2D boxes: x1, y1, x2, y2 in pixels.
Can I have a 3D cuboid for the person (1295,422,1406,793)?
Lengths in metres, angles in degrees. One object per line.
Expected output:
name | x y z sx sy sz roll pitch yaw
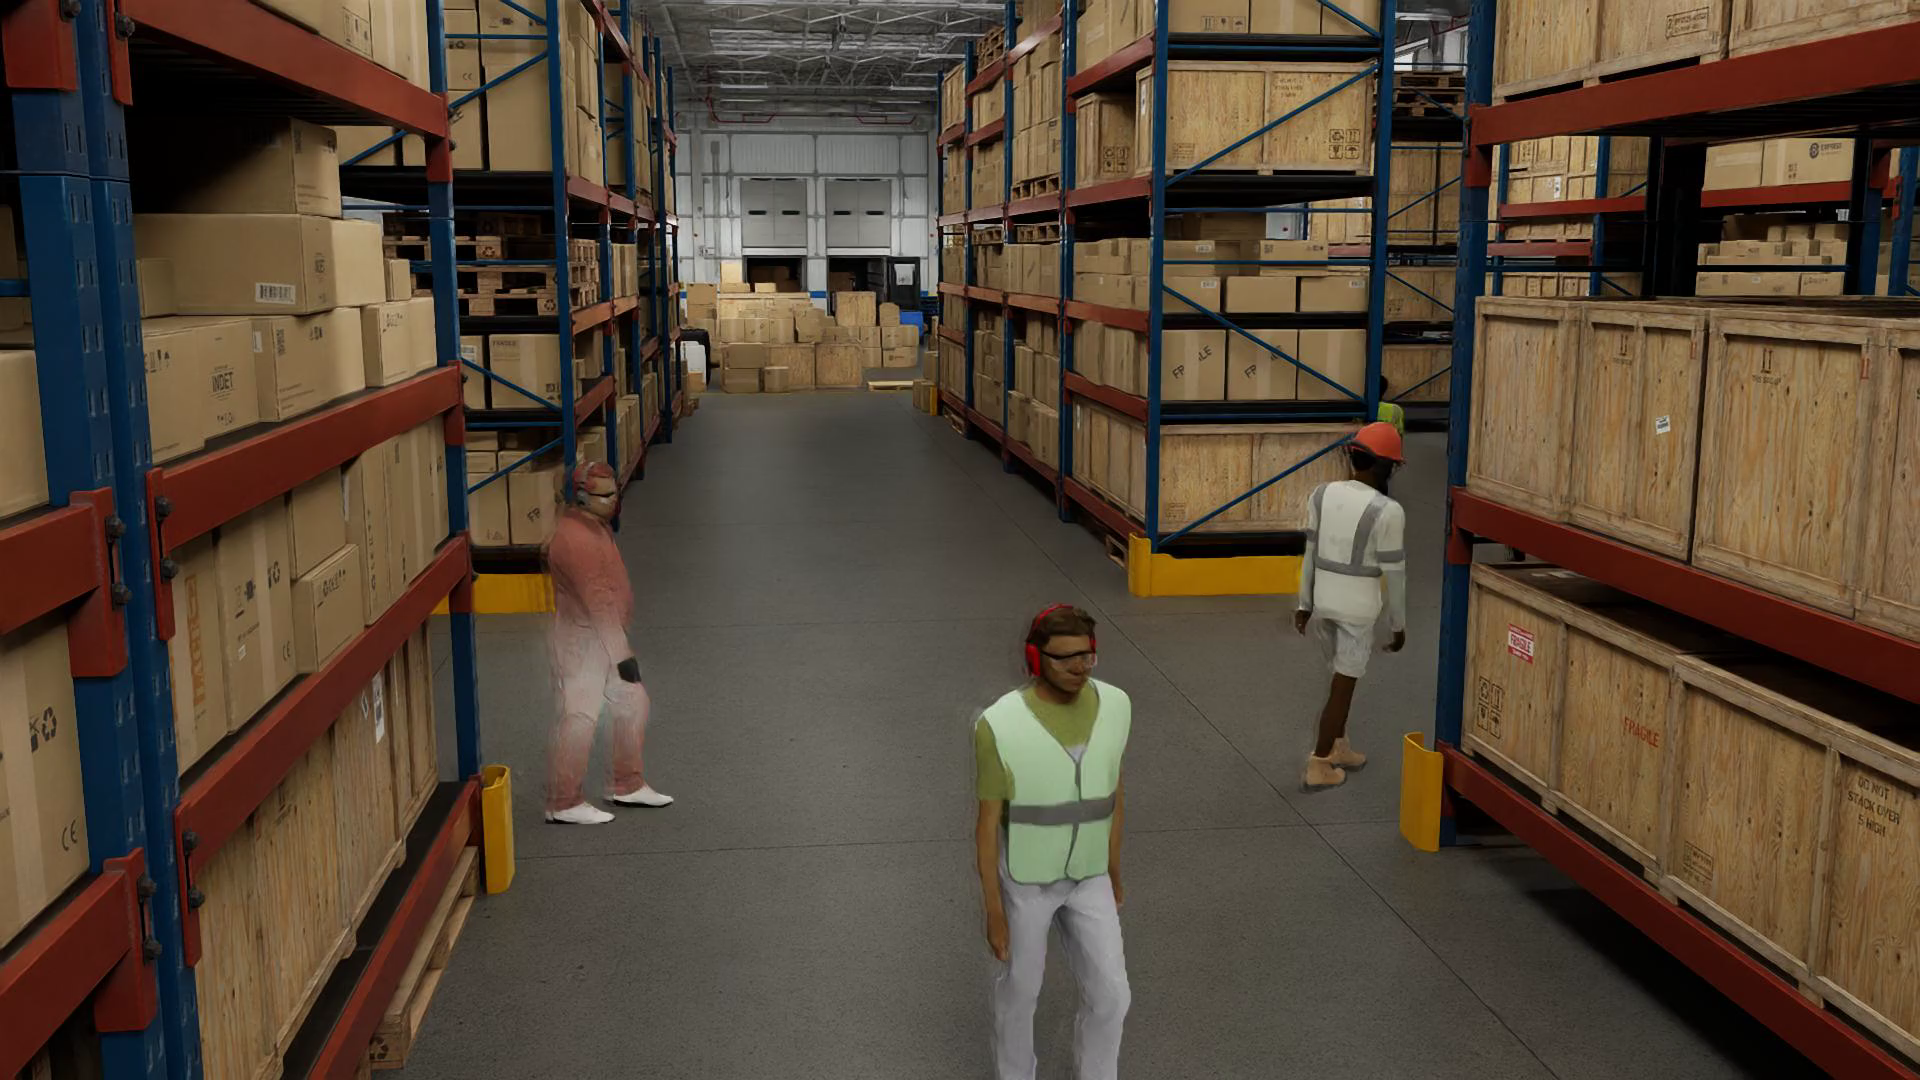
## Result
person | 2.170 0.364 8.978 0.755 2.006 0.638 -6 12 -33

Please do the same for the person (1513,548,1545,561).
person | 5.466 -0.702 15.545 0.648 1.887 0.706 7 12 36

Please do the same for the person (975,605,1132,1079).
person | 0.327 1.101 5.231 0.591 1.817 0.704 -5 11 -28

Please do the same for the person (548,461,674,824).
person | -1.752 0.535 8.379 0.737 1.875 0.652 0 10 -2

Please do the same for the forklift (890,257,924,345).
forklift | -1.769 -7.658 53.147 1.129 2.768 1.873 -1 10 -7

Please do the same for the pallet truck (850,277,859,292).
pallet truck | -3.782 -9.391 65.808 1.885 1.965 0.823 2 10 10

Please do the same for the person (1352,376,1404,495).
person | 4.204 -0.849 16.983 0.552 1.669 0.697 -1 10 -5
